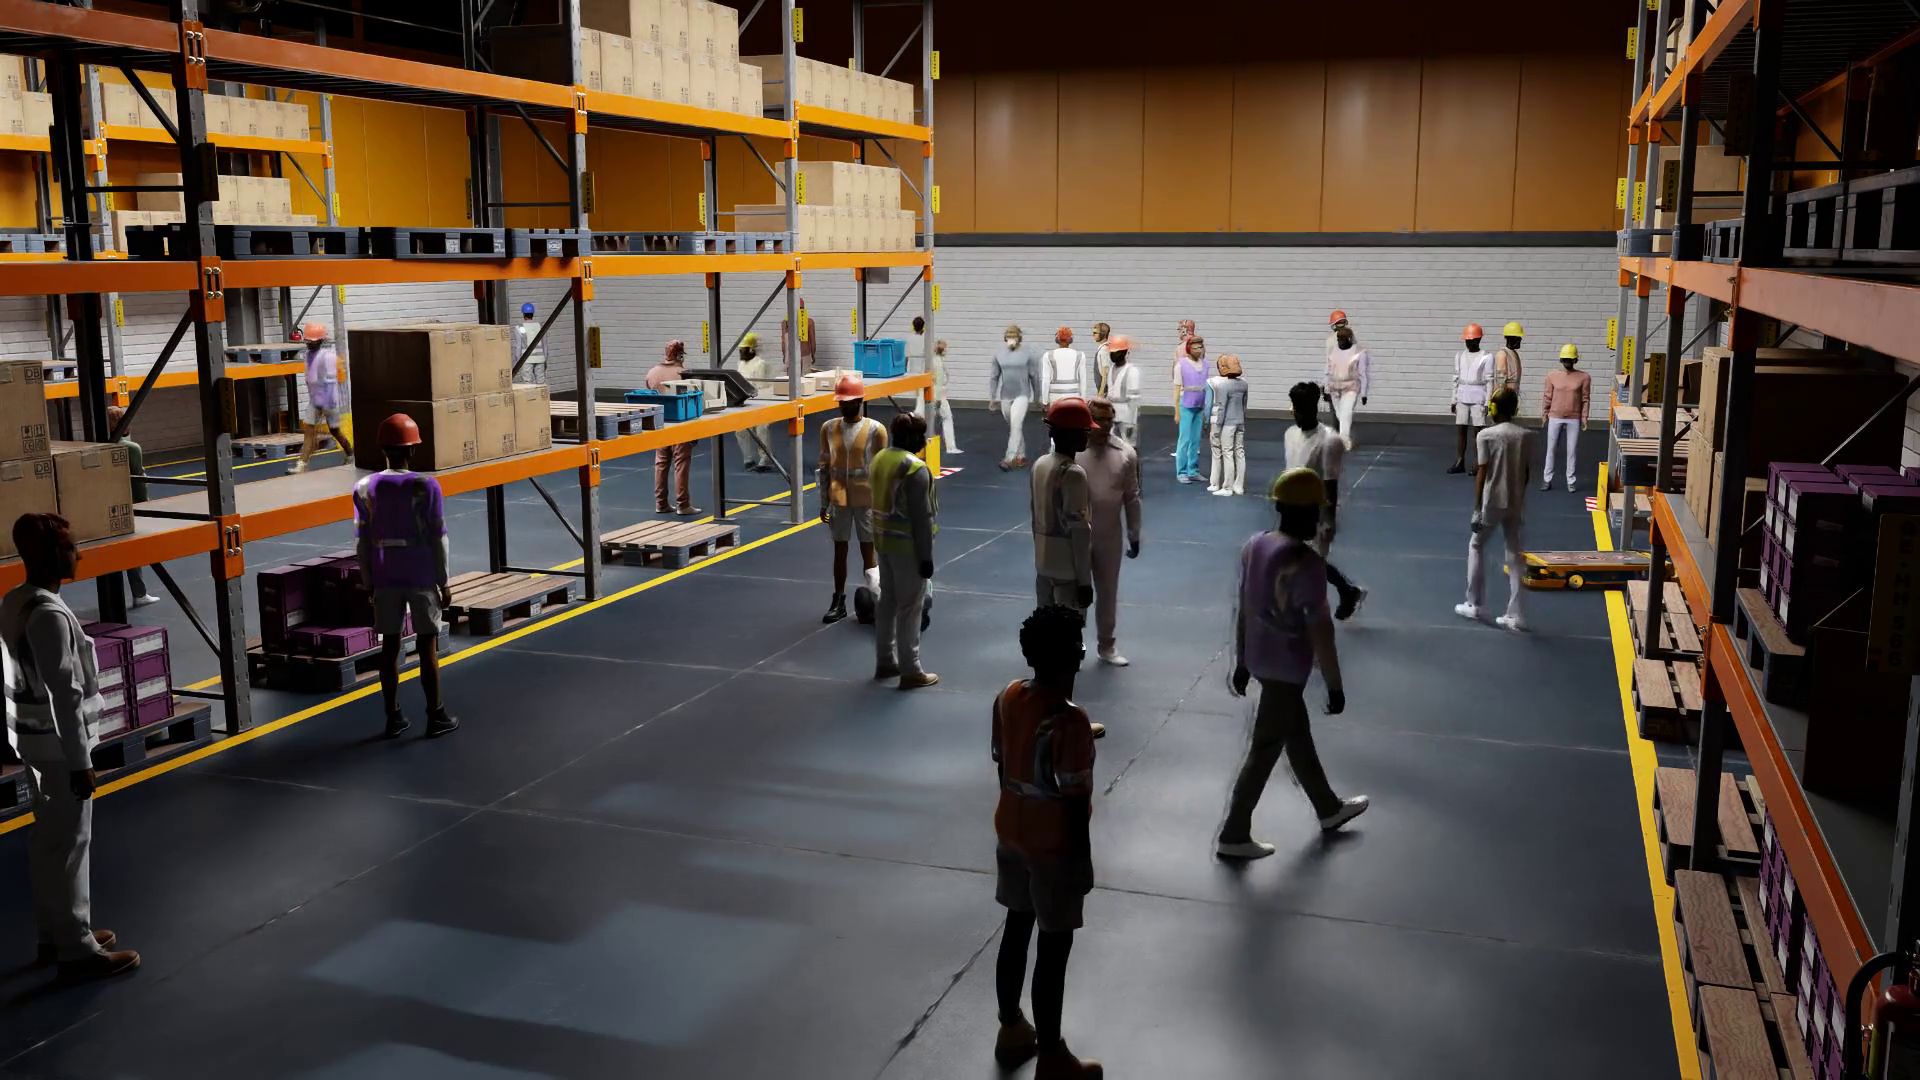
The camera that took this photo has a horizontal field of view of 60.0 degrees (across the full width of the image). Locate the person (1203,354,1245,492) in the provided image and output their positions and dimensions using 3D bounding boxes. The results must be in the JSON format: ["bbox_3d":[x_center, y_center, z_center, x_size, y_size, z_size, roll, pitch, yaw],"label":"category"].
[{"bbox_3d":[3.139,-1.380,19.719,0.512,1.642,0.311,-1,10,-7],"label":"person"}]

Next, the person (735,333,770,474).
[{"bbox_3d":[-2.669,-1.740,21.252,0.525,1.809,0.613,-9,13,-41],"label":"person"}]

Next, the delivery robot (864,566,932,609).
[{"bbox_3d":[-0.477,0.351,12.761,0.477,0.478,0.707,-4,11,-22],"label":"delivery robot"}]

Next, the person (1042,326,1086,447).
[{"bbox_3d":[1.336,-1.801,21.397,0.584,1.884,0.337,-1,10,-8],"label":"person"}]

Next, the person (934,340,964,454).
[{"bbox_3d":[-0.377,-1.992,23.241,0.782,1.612,0.511,-3,11,-18],"label":"person"}]

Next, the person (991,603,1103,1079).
[{"bbox_3d":[0.303,1.056,5.841,0.318,1.695,0.540,-5,11,-28],"label":"person"}]

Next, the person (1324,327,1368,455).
[{"bbox_3d":[5.449,-2.097,23.323,0.624,1.805,0.904,9,14,42],"label":"person"}]

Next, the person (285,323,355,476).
[{"bbox_3d":[-8.058,-1.761,20.985,0.678,1.965,1.075,7,12,34],"label":"person"}]

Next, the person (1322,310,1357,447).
[{"bbox_3d":[5.443,-2.303,23.935,0.609,1.988,0.392,-8,13,-36],"label":"person"}]

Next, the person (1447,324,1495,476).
[{"bbox_3d":[6.491,-1.781,21.148,0.377,1.932,0.552,-10,14,-43],"label":"person"}]

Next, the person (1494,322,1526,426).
[{"bbox_3d":[7.142,-1.870,21.672,0.366,1.927,0.585,6,12,32],"label":"person"}]

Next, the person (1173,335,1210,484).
[{"bbox_3d":[2.825,-1.599,20.431,0.584,1.831,0.398,-9,13,-41],"label":"person"}]

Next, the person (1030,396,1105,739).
[{"bbox_3d":[0.636,0.163,9.895,0.379,2.044,0.607,-4,11,-23],"label":"person"}]

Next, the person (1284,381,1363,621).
[{"bbox_3d":[2.702,-0.242,12.495,0.703,1.933,0.644,-6,12,-30],"label":"person"}]

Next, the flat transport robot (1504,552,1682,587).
[{"bbox_3d":[5.532,0.248,14.406,1.431,0.197,0.652,0,10,-1],"label":"flat transport robot"}]

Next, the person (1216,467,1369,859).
[{"bbox_3d":[1.635,0.584,8.004,0.958,1.873,0.604,-3,11,-17],"label":"person"}]

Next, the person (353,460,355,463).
[{"bbox_3d":[-7.308,-1.573,20.720,0.538,1.677,0.670,6,12,32],"label":"person"}]

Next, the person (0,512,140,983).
[{"bbox_3d":[-3.590,0.820,6.638,0.345,1.883,0.584,-9,13,-41],"label":"person"}]

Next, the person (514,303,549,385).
[{"bbox_3d":[-7.256,-3.033,28.159,0.602,1.949,0.390,-8,13,-39],"label":"person"}]

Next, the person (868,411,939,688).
[{"bbox_3d":[-0.362,0.060,11.083,0.429,1.835,0.629,-6,12,-32],"label":"person"}]

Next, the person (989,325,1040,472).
[{"bbox_3d":[0.689,-1.838,21.613,0.647,1.882,1.038,4,11,24],"label":"person"}]

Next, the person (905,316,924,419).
[{"bbox_3d":[-0.627,-2.550,25.800,0.519,1.830,0.956,4,11,23],"label":"person"}]

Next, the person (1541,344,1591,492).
[{"bbox_3d":[7.169,-1.439,19.701,0.532,1.765,0.328,4,11,21],"label":"person"}]

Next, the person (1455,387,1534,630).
[{"bbox_3d":[4.114,-0.259,12.856,0.549,1.830,0.787,-3,10,-14],"label":"person"}]

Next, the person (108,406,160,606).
[{"bbox_3d":[-6.806,-0.269,13.481,0.505,1.633,0.279,1,10,6],"label":"person"}]

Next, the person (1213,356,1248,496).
[{"bbox_3d":[3.165,-1.329,19.448,0.497,1.634,0.279,-9,13,-41],"label":"person"}]

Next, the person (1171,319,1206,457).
[{"bbox_3d":[3.133,-2.099,23.025,0.402,1.904,0.652,6,12,31],"label":"person"}]

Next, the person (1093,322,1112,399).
[{"bbox_3d":[2.000,-2.129,23.365,0.336,1.844,0.514,1,10,6],"label":"person"}]

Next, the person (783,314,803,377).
[{"bbox_3d":[-2.909,-3.077,28.926,0.309,1.769,0.525,4,11,22],"label":"person"}]

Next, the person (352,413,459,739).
[{"bbox_3d":[-3.283,0.220,9.866,0.542,1.939,0.364,0,10,2],"label":"person"}]

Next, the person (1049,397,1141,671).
[{"bbox_3d":[0.938,-0.049,11.523,0.667,1.894,0.423,-2,10,-11],"label":"person"}]

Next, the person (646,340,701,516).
[{"bbox_3d":[-3.086,-1.215,18.074,0.645,1.900,0.402,5,11,28],"label":"person"}]

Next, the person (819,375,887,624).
[{"bbox_3d":[-0.829,-0.307,12.837,0.549,1.936,0.376,3,10,14],"label":"person"}]

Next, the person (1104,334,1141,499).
[{"bbox_3d":[1.821,-1.384,18.950,0.652,1.911,0.594,-6,12,-32],"label":"person"}]

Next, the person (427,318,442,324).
[{"bbox_3d":[-7.522,-2.170,23.475,0.666,1.901,0.894,8,13,37],"label":"person"}]

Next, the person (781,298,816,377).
[{"bbox_3d":[-2.875,-3.326,29.678,0.611,1.995,0.380,-1,10,-7],"label":"person"}]
